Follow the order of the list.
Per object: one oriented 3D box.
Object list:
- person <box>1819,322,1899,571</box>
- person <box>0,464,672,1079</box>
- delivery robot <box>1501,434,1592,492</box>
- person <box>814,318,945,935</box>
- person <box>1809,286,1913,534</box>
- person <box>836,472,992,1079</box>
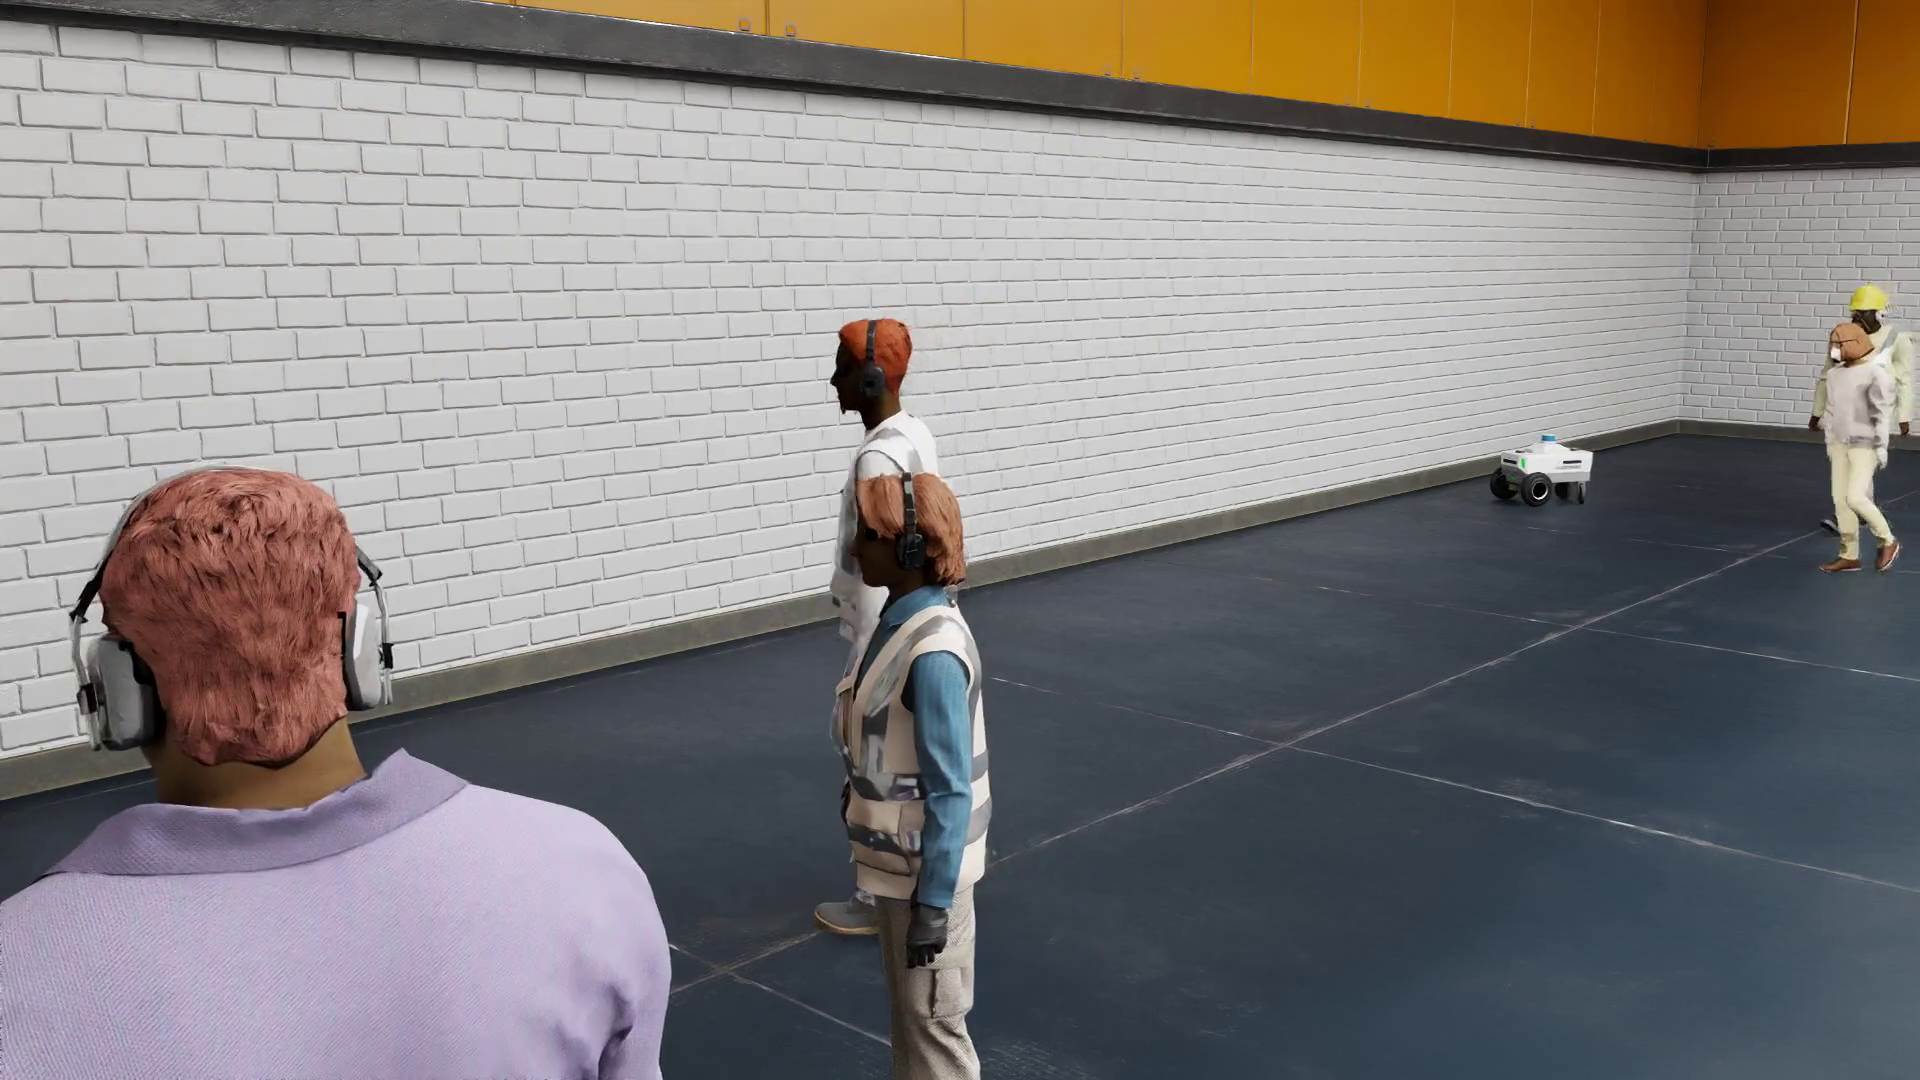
[{"bbox_3d":[5.730,-0.579,10.597,0.456,1.606,0.526,-2,10,-10],"label":"person"},{"bbox_3d":[-0.566,0.878,1.486,0.637,1.903,0.406,-7,12,-35],"label":"person"},{"bbox_3d":[4.798,-0.625,13.602,0.707,0.478,0.477,-3,10,-17],"label":"delivery robot"},{"bbox_3d":[-0.233,0.279,4.960,0.425,1.873,0.599,1,10,6],"label":"person"},{"bbox_3d":[6.494,-0.934,12.091,0.883,1.791,0.617,-6,11,-29],"label":"person"},{"bbox_3d":[-0.091,0.673,3.391,0.306,1.639,0.524,-2,10,-12],"label":"person"}]
